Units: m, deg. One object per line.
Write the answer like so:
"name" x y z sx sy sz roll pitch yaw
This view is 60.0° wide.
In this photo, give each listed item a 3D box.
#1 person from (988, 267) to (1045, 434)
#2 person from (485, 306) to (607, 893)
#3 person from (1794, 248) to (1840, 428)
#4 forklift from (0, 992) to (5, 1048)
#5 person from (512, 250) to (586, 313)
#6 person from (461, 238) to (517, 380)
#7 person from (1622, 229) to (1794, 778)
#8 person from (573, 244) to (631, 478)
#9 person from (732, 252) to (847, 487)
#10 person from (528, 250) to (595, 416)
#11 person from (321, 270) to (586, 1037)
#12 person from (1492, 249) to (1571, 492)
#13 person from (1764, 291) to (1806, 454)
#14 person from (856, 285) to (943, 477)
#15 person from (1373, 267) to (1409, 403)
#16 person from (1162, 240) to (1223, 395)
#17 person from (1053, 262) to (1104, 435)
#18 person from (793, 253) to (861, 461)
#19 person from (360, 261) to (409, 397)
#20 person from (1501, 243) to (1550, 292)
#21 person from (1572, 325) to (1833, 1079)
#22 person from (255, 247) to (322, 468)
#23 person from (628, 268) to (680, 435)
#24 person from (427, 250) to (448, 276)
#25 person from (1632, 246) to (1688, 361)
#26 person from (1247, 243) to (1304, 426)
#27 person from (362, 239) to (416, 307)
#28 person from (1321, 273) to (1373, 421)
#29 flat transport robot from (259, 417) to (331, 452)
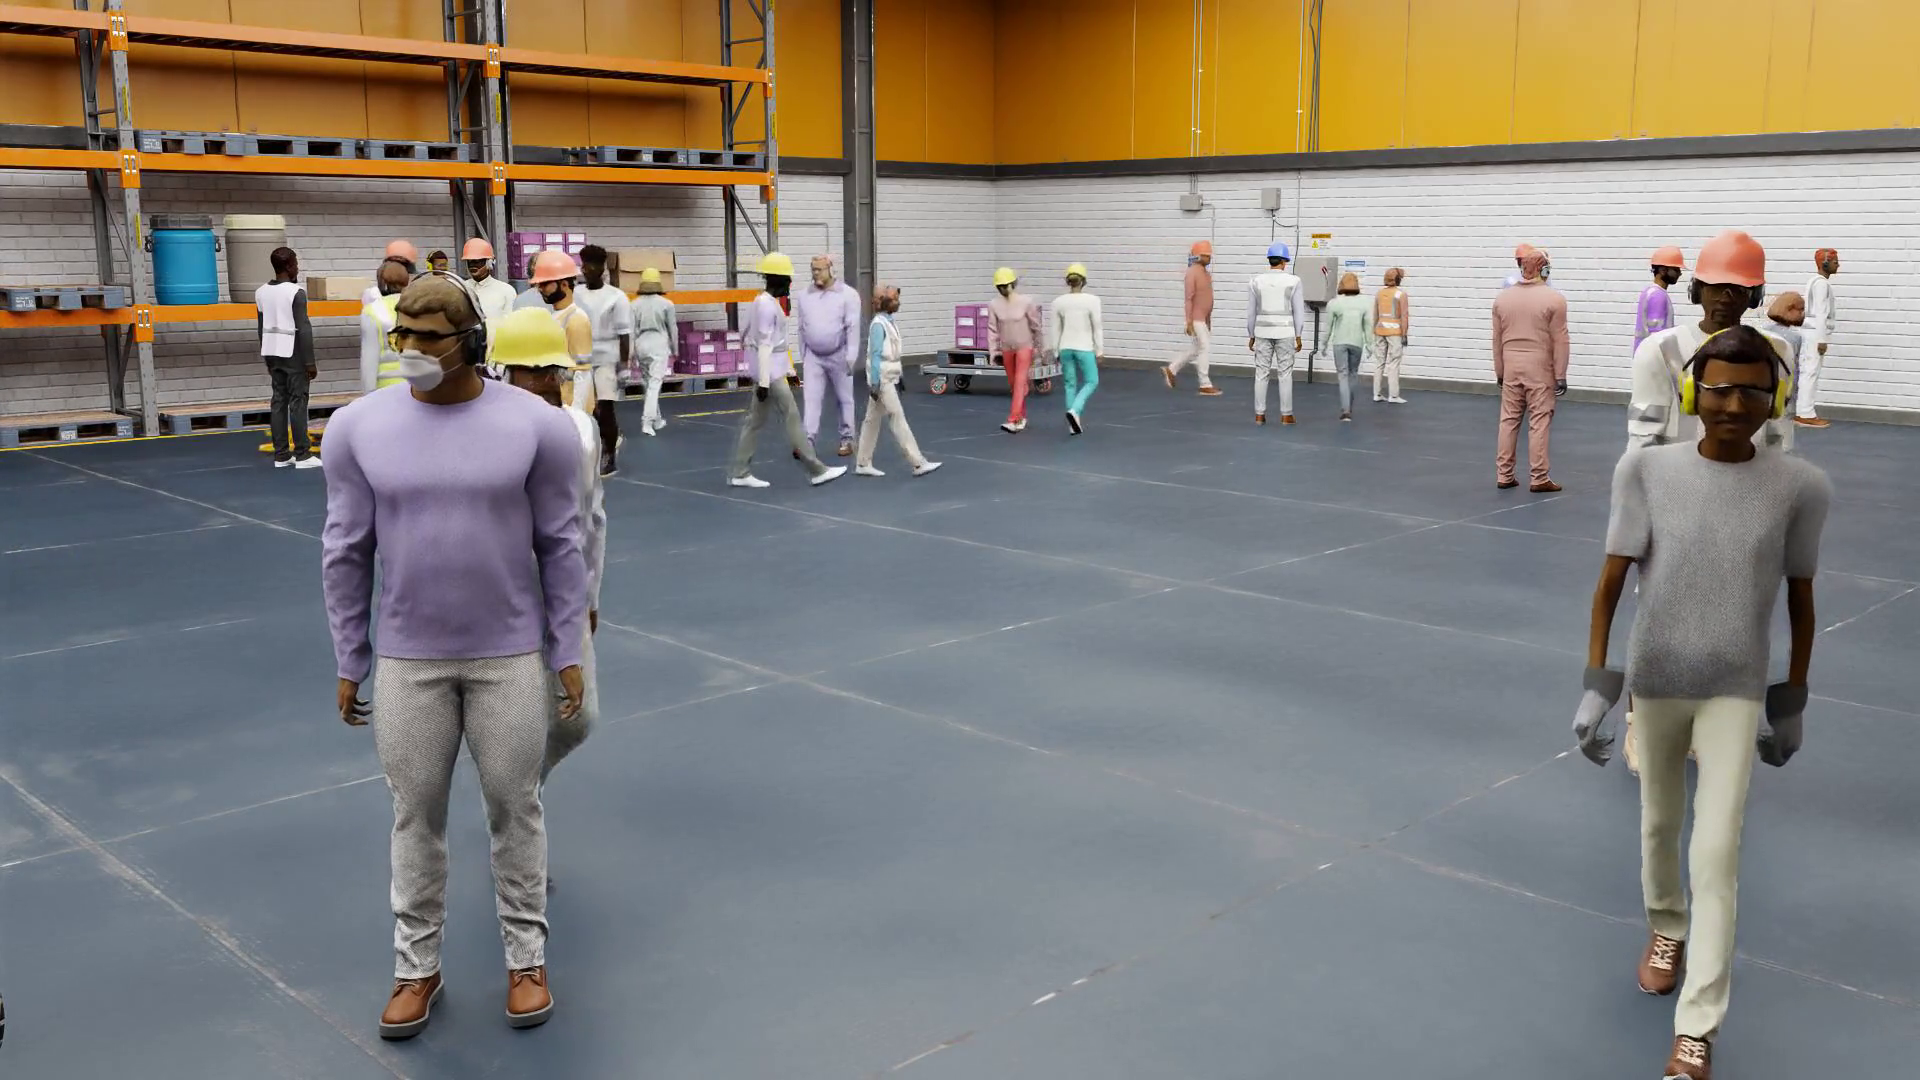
"person" 0.563 -1.942 17.072 0.553 1.687 0.935 5 11 25
"person" -1.360 0.183 5.178 0.585 1.817 0.528 -9 14 -40
"person" 9.090 -2.139 17.638 0.358 1.883 0.572 3 11 18
"forklift" -3.245 0.323 3.363 2.313 2.155 1.214 2 11 13
"person" -3.035 -1.182 12.357 0.452 1.917 0.639 10 14 43
"person" -4.002 -1.521 13.965 0.611 1.995 0.375 1 10 7
"person" 2.770 -0.112 6.156 0.614 2.039 0.387 -1 10 -6
"person" -3.015 -1.497 13.982 0.647 1.942 0.611 4 11 22
"person" -1.403 -1.342 13.305 0.958 1.883 0.592 -2 11 -11
"person" -2.413 -0.787 10.128 0.361 1.935 0.544 -6 12 -31
"person" -1.267 0.295 4.217 0.635 1.936 0.350 -2 11 -10
"person" 4.528 -1.333 13.169 0.410 1.912 0.643 -9 14 -40
"person" 5.999 -1.037 12.365 0.525 1.615 0.512 0 10 -3
"person" -0.517 -1.309 13.850 0.807 1.597 0.541 1 10 6
"person" 5.207 -2.472 20.119 0.310 1.638 0.522 -7 12 -33
"person" 2.977 -2.830 21.173 0.802 1.968 0.622 5 12 27
"person" 1.162 -1.908 16.706 0.545 1.751 0.533 5 12 26
"person" -1.200 -1.644 15.013 0.651 1.852 0.984 3 11 16
"person" -4.070 -1.098 12.087 0.429 1.844 0.634 8 13 37
"person" 6.653 -2.532 19.655 0.578 1.926 0.402 2 11 11
"person" 1.818 0.379 4.113 0.518 1.808 1.022 6 12 28
"person" -5.855 -1.579 14.488 0.587 1.920 0.391 5 12 28
"person" -3.146 -1.931 17.025 0.486 1.692 0.930 2 11 10
"person" -5.606 -2.184 17.957 0.517 1.861 0.322 -10 14 -42
"person" 5.857 -1.494 13.979 0.374 1.933 0.550 3 11 15
"person" 3.362 -2.183 17.728 0.604 1.937 0.403 4 11 23
"person" -4.435 -1.403 13.330 0.613 2.008 0.980 -4 11 -20
"person" 4.256 -2.141 18.396 0.526 1.593 0.799 0 10 -1
"flat transport robot" -6.040 -1.019 15.932 0.652 0.197 1.431 1 10 7
